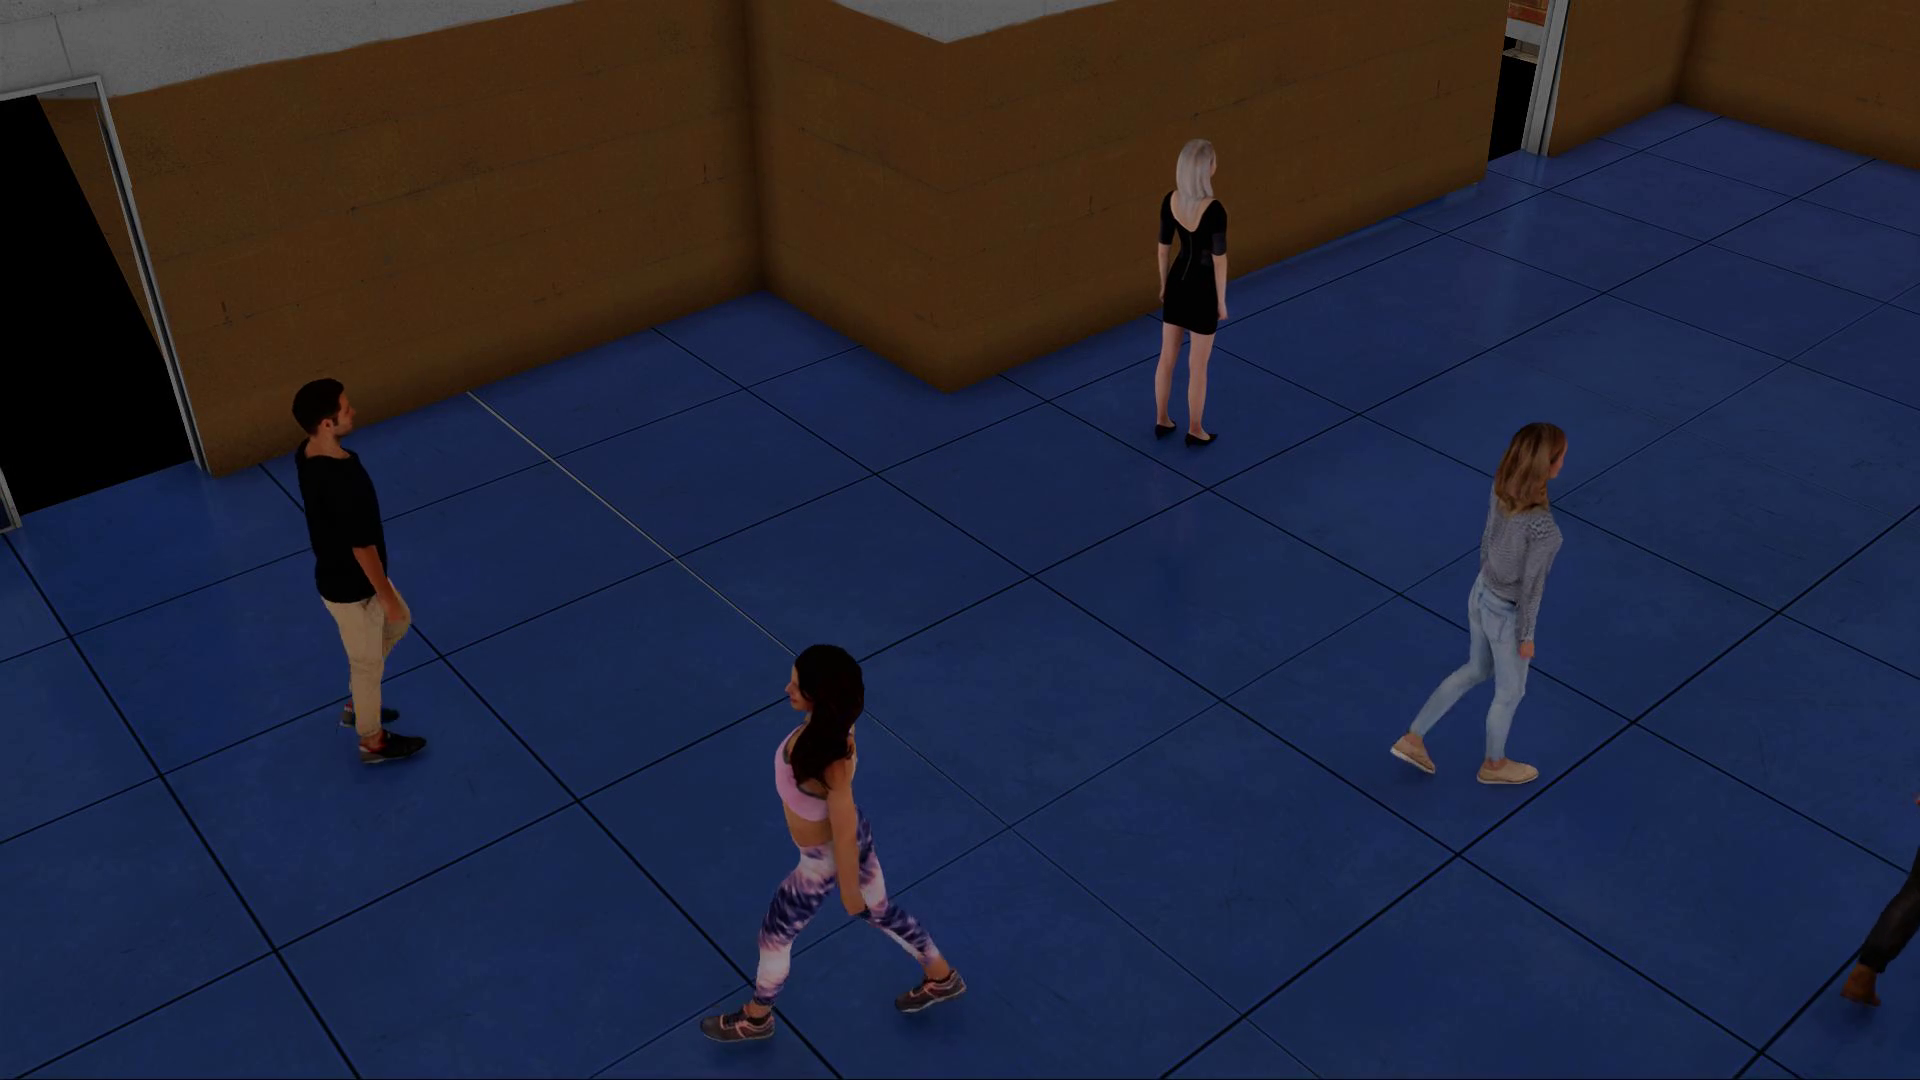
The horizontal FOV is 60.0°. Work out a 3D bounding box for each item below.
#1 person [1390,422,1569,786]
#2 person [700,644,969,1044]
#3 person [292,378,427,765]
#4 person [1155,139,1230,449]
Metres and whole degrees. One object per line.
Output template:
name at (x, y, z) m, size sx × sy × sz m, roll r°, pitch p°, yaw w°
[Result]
person at (2.181, 0.305, 6.860) m, size 0.939 × 1.790 × 0.948 m, roll -5°, pitch 34°, yaw -7°
person at (-0.359, 1.088, 5.745) m, size 1.122 × 1.720 × 1.199 m, roll -3°, pitch 34°, yaw -5°
person at (-2.626, 0.200, 6.949) m, size 0.782 × 1.840 × 0.648 m, roll -15°, pitch 36°, yaw -21°
person at (1.293, -1.366, 9.336) m, size 0.483 × 1.829 × 0.671 m, roll 26°, pitch 41°, yaw 33°
